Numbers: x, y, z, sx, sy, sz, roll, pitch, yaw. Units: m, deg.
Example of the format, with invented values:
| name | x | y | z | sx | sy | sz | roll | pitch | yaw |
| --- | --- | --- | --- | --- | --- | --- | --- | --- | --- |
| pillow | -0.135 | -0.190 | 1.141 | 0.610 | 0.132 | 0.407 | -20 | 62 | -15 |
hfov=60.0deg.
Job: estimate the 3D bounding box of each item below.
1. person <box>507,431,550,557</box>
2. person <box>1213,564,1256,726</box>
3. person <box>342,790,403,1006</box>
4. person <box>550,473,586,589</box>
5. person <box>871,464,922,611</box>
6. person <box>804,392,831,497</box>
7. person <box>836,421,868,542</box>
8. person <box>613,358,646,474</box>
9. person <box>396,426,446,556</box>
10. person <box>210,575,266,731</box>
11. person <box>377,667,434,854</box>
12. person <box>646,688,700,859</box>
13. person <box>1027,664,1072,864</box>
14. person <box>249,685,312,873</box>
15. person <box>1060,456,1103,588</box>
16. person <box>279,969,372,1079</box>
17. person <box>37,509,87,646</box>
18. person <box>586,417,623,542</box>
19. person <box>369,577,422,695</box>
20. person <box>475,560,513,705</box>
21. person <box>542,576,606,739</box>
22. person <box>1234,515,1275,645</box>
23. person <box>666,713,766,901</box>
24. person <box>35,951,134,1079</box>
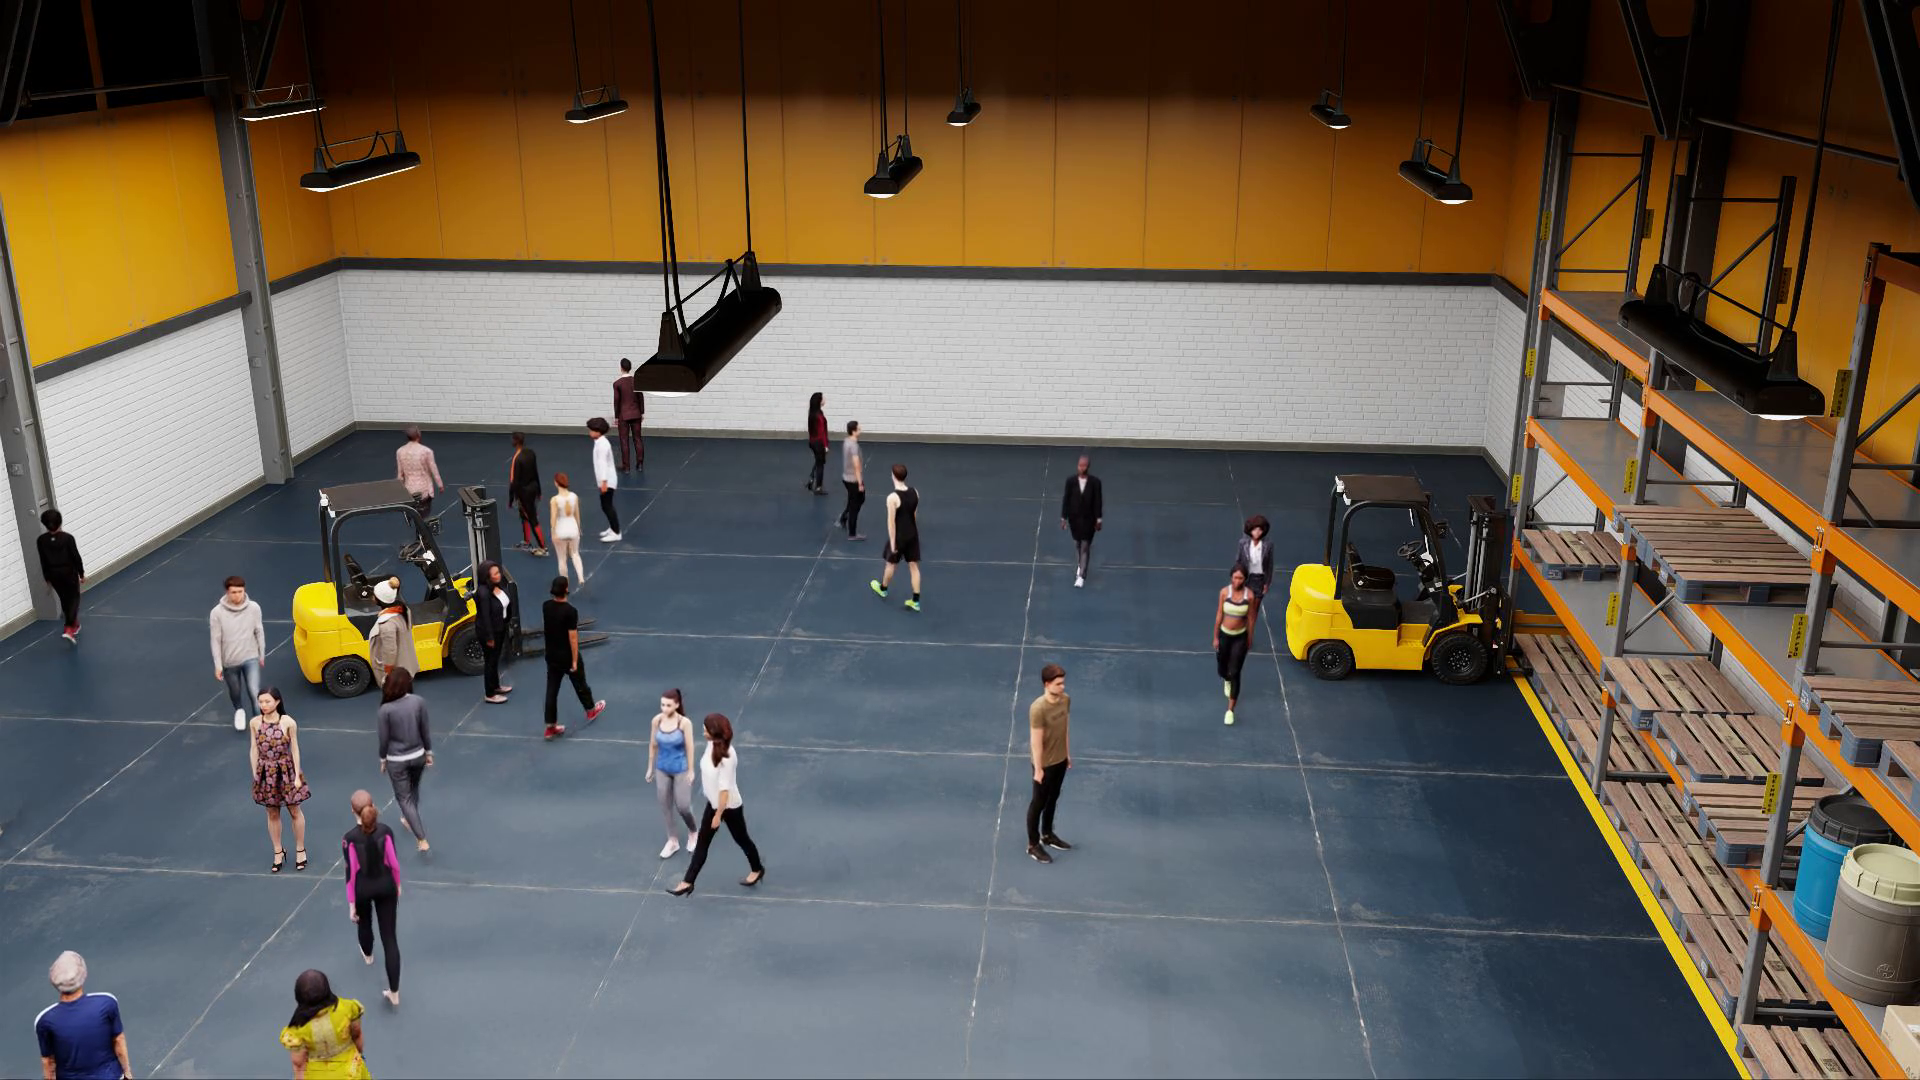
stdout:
| name | x | y | z | sx | sy | sz | roll | pitch | yaw |
| --- | --- | --- | --- | --- | --- | --- | --- | --- | --- |
| person | -5.881 | -0.618 | 22.900 | 0.824 | 1.786 | 0.855 | 7 | 20 | 20 |
| person | 2.951 | 1.063 | 17.989 | 0.689 | 1.734 | 1.066 | 4 | 19 | 13 |
| person | -4.523 | 2.800 | 12.900 | 1.033 | 1.689 | 1.211 | -11 | 21 | -29 |
| person | -5.053 | -0.068 | 21.505 | 0.763 | 1.634 | 0.824 | -14 | 23 | -36 |
| person | -0.662 | -0.002 | 20.977 | 1.125 | 1.846 | 1.210 | -13 | 23 | -34 |
| person | -2.264 | -1.458 | 25.611 | 0.792 | 1.648 | 0.722 | -11 | 22 | -30 |
| person | -1.596 | -0.839 | 23.619 | 0.779 | 1.746 | 0.717 | -5 | 19 | -14 |
| person | -5.361 | -2.026 | 26.955 | 0.781 | 1.866 | 0.819 | -12 | 22 | -32 |
| person | -7.515 | -0.660 | 23.024 | 0.730 | 1.787 | 0.870 | 4 | 19 | 11 |
| person | -7.538 | 1.229 | 17.375 | 1.122 | 1.810 | 1.343 | -9 | 21 | -25 |
| person | -5.017 | 2.022 | 15.142 | 1.065 | 1.733 | 1.137 | -15 | 23 | -37 |
| person | -2.592 | 2.088 | 15.149 | 0.659 | 1.605 | 0.710 | 7 | 20 | 20 |
| person | 0.805 | 1.986 | 15.065 | 0.815 | 1.851 | 0.714 | 15 | 24 | 37 |
| person | -6.057 | 2.119 | 14.789 | 0.712 | 1.774 | 0.723 | -2 | 19 | -5 |
| person | 1.638 | -0.273 | 21.992 | 0.832 | 1.710 | 1.226 | 5 | 19 | 16 |
| person | -4.027 | 3.559 | 10.765 | 1.184 | 1.615 | 1.330 | -11 | 21 | -29 |
| person | -10.748 | 0.459 | 19.920 | 0.790 | 1.646 | 1.107 | -3 | 19 | -9 |
| person | -5.012 | -0.871 | 23.634 | 0.788 | 1.796 | 0.669 | -6 | 20 | -17 |
| person | -5.809 | 1.258 | 17.164 | 0.758 | 1.890 | 0.617 | 0 | 19 | 0 |
| person | -5.181 | 0.995 | 18.377 | 0.751 | 1.615 | 0.607 | -1 | 19 | -4 |
| person | -4.220 | 1.256 | 17.432 | 0.878 | 1.724 | 1.155 | 8 | 20 | 21 |
| person | 3.487 | 0.485 | 19.799 | 0.599 | 1.673 | 0.797 | 1 | 19 | 4 |
| person | -1.931 | 2.295 | 14.333 | 1.142 | 1.732 | 1.148 | -11 | 22 | -30 |
| person | -5.537 | 3.500 | 10.614 | 0.949 | 1.822 | 1.043 | -12 | 22 | -31 |
